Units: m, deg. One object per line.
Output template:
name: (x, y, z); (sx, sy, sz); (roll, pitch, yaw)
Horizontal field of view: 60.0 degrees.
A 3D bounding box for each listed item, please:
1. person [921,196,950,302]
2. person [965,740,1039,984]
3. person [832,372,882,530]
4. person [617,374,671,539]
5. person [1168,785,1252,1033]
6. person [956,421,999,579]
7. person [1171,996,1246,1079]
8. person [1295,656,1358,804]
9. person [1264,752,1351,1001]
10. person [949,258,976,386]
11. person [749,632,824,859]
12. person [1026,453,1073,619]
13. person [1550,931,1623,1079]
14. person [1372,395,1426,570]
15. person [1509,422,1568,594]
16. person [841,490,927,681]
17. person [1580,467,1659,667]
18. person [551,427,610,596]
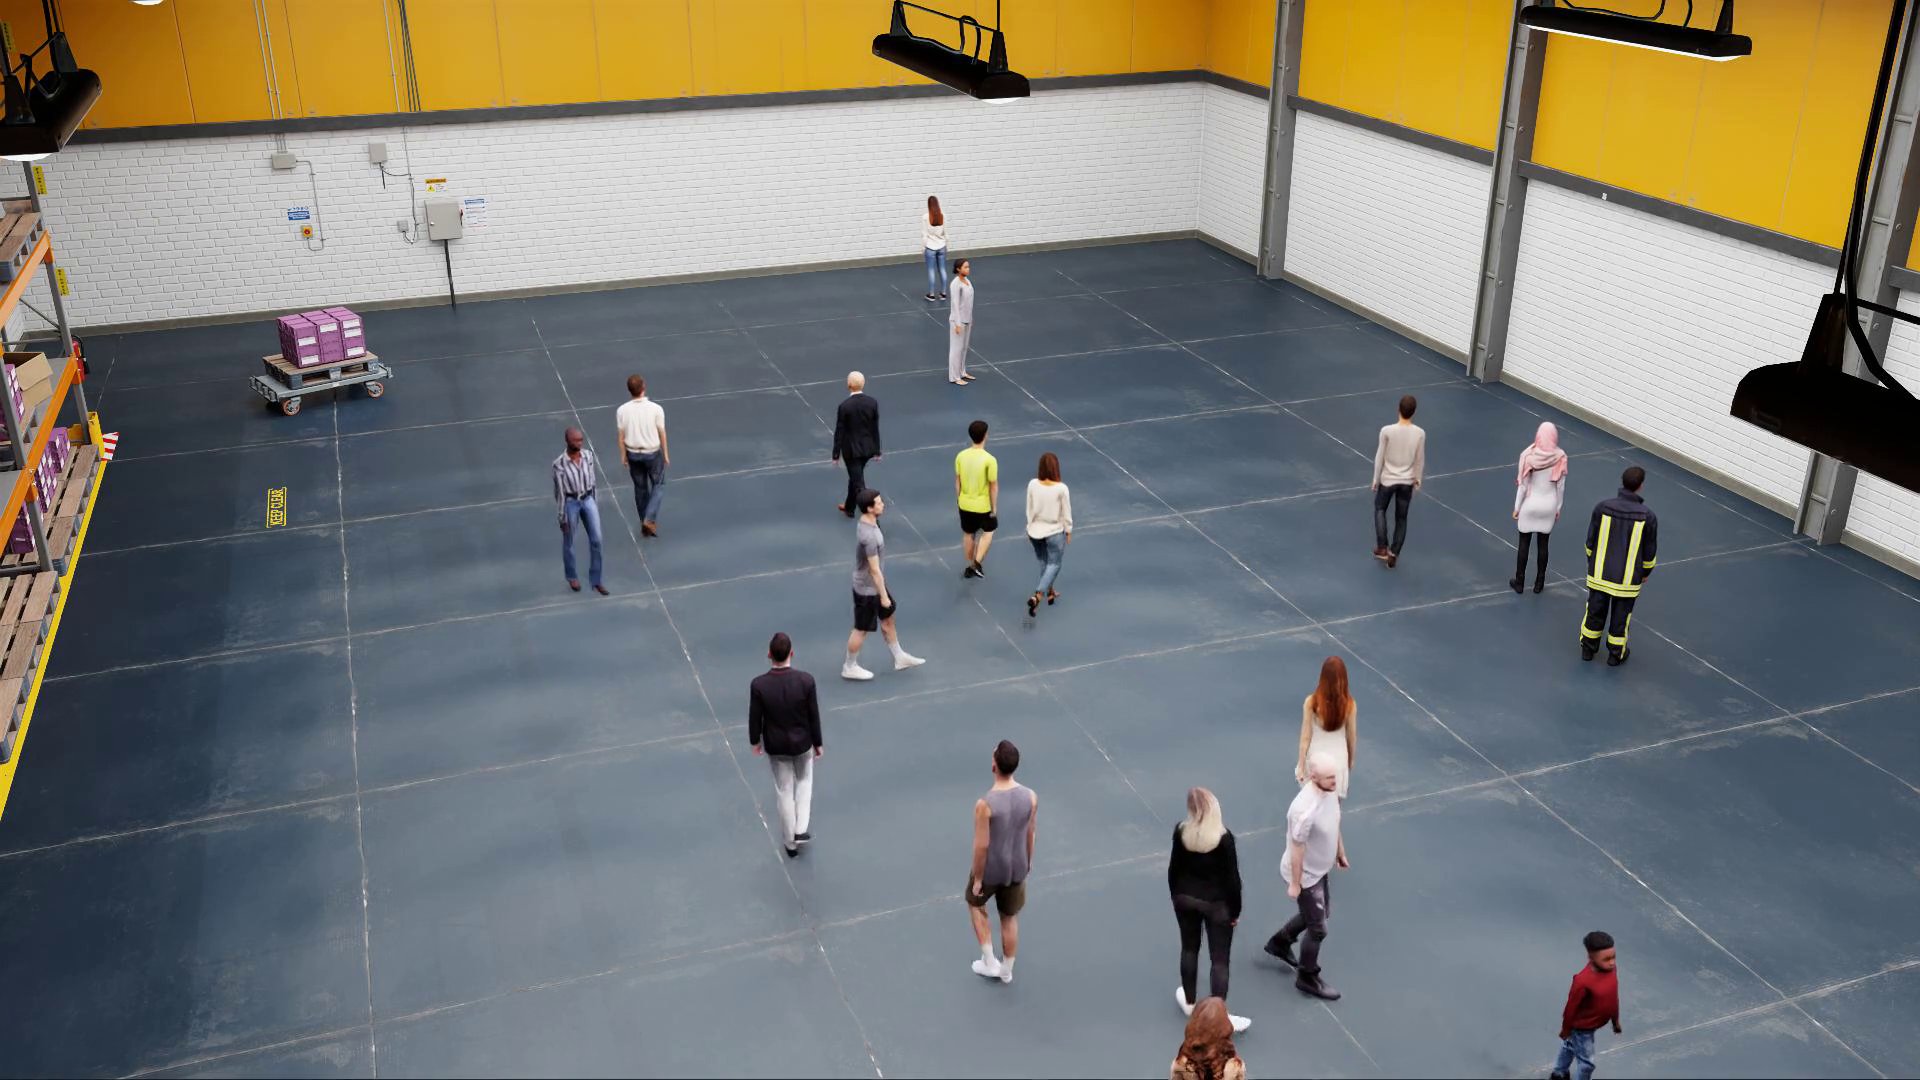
person: (-0.396, -4.734, 26.950); (0.611, 1.693, 0.544); (-8, 25, -17)
person: (0.312, 2.217, 11.046); (0.660, 1.827, 0.673); (-11, 26, -24)
person: (-1.086, -0.931, 18.160); (0.918, 1.764, 1.236); (-16, 28, -32)
person: (-3.417, -0.850, 17.880); (0.843, 1.840, 0.959); (0, 24, 1)
person: (1.580, 2.388, 10.709); (0.871, 1.650, 0.954); (17, 29, 34)
person: (0.138, -0.365, 16.951); (0.841, 1.696, 0.903); (9, 25, 20)
person: (1.291, 3.209, 8.724); (0.753, 1.736, 0.822); (2, 24, 4)
person: (2.698, 1.707, 12.260); (0.965, 1.657, 1.228); (4, 24, 8)
person: (2.244, 2.176, 10.995); (0.997, 1.810, 0.922); (13, 27, 28)
person: (0.005, -3.050, 23.043); (0.770, 1.736, 0.703); (10, 25, 21)
person: (-1.276, 1.576, 12.341); (0.760, 1.831, 0.707); (-2, 24, -4)
person: (0.823, -0.027, 16.227); (1.031, 1.656, 1.070); (12, 26, 25)
person: (3.749, 2.874, 10.112); (0.625, 1.238, 0.745); (-19, 30, -36)
person: (4.531, -0.563, 17.210); (0.779, 1.851, 0.780); (2, 24, 5)
person: (5.809, -0.324, 16.723); (0.728, 1.803, 0.735); (3, 24, 6)
person: (-0.916, 0.416, 14.976); (0.949, 1.846, 1.050); (-1, 24, -1)
person: (6.046, 0.232, 15.294); (0.853, 1.928, 0.948); (14, 27, 29)
person: (-3.905, -0.311, 16.736); (0.866, 1.768, 0.972); (-20, 30, -38)
